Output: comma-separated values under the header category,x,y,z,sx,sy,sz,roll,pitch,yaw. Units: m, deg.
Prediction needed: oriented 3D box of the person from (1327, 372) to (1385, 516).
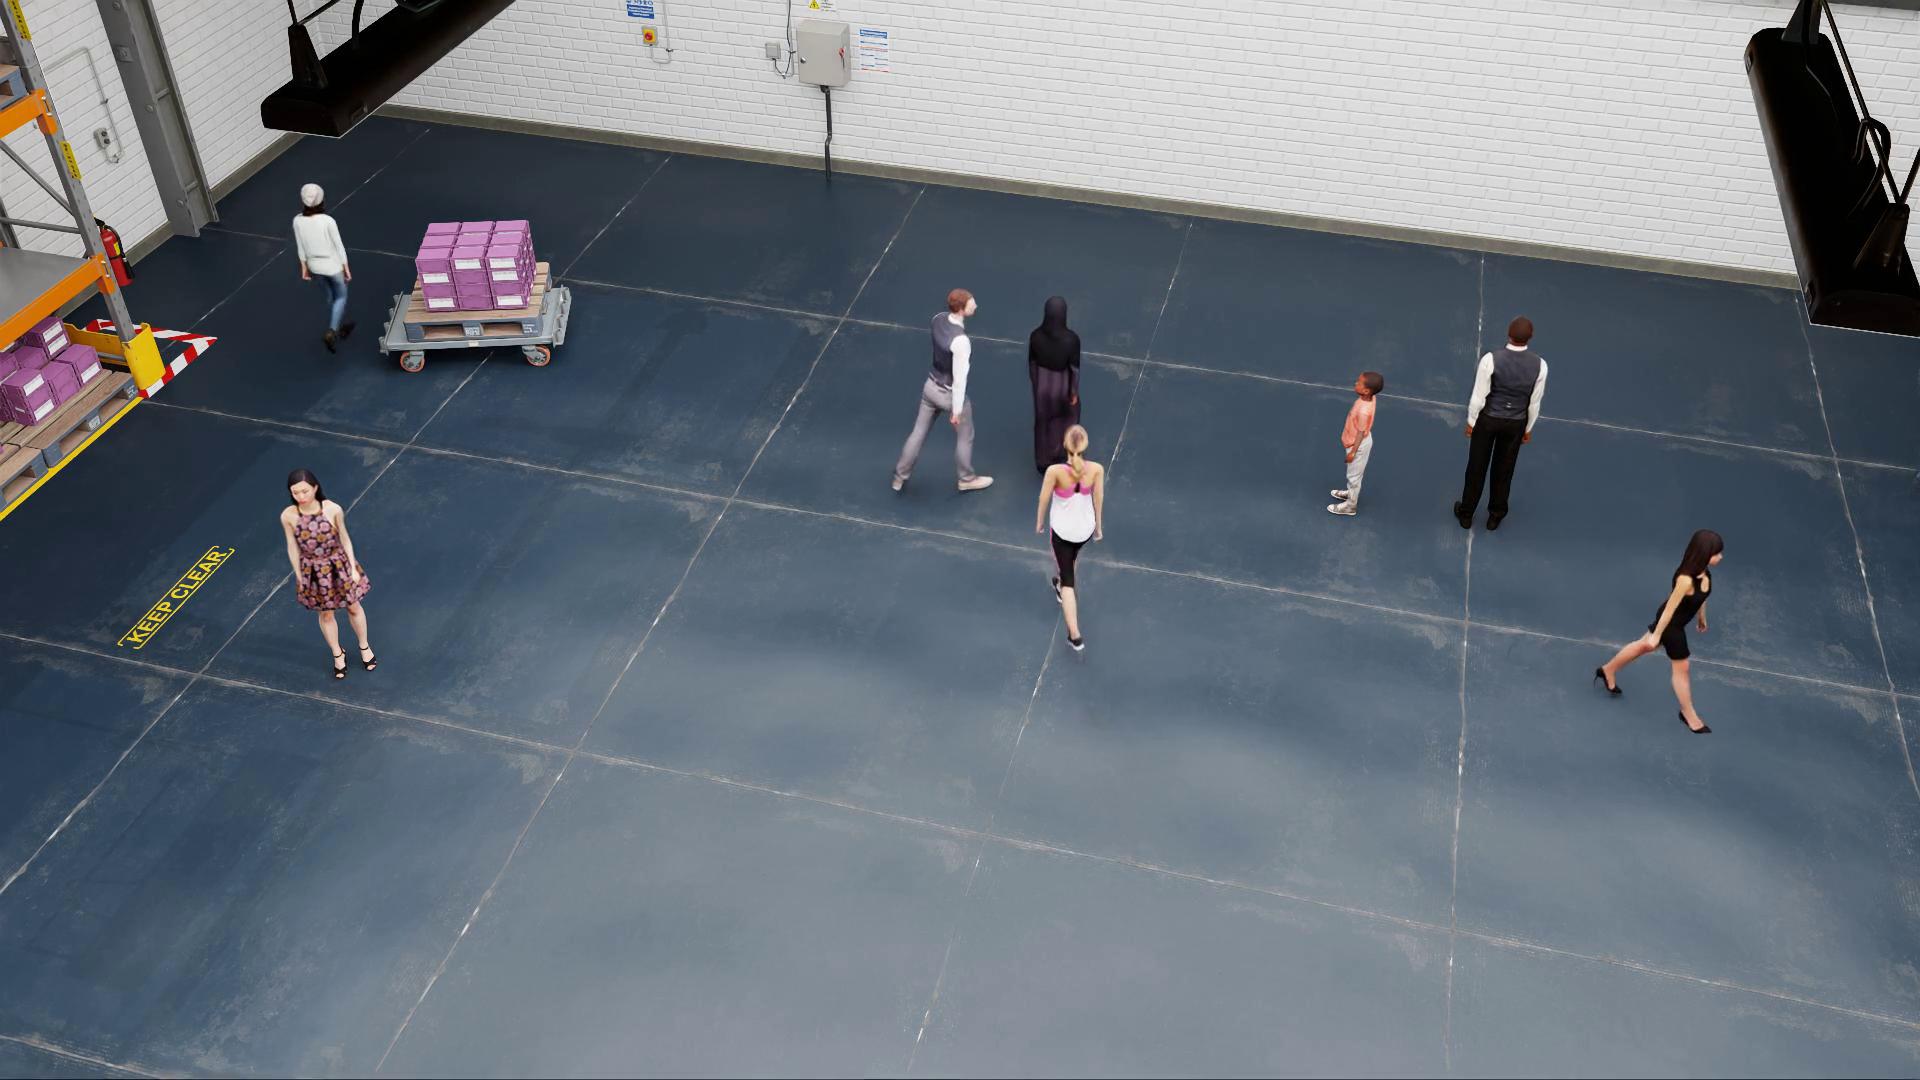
category,x,y,z,sx,sy,sz,roll,pitch,yaw
person,3.205,-0.790,13.346,0.549,1.311,0.426,12,40,15

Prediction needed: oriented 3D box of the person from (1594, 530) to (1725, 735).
category,x,y,z,sx,sy,sz,roll,pitch,yaw
person,4.804,0.562,11.422,0.927,1.598,1.094,26,45,29

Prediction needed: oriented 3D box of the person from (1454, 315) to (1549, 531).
category,x,y,z,sx,sy,sz,roll,pitch,yaw
person,4.226,-0.911,13.011,0.704,1.917,0.606,6,39,7

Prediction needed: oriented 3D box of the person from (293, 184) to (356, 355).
category,x,y,z,sx,sy,sz,roll,pitch,yaw
person,-5.787,-2.455,15.173,0.701,1.631,0.980,0,39,0

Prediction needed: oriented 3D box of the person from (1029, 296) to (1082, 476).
category,x,y,z,sx,sy,sz,roll,pitch,yaw
person,0.749,-1.234,13.662,0.633,1.610,0.831,12,40,15

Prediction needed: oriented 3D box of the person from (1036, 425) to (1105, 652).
category,x,y,z,sx,sy,sz,roll,pitch,yaw
person,0.813,0.000,12.007,0.951,1.746,1.225,-6,39,-8

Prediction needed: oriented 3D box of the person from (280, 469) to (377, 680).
category,x,y,z,sx,sy,sz,roll,pitch,yaw
person,-4.437,0.240,11.684,0.802,1.775,0.848,-13,41,-16

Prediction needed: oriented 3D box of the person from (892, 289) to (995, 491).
category,x,y,z,sx,sy,sz,roll,pitch,yaw
person,-0.186,-1.168,13.351,1.202,1.896,1.136,-25,45,-28
